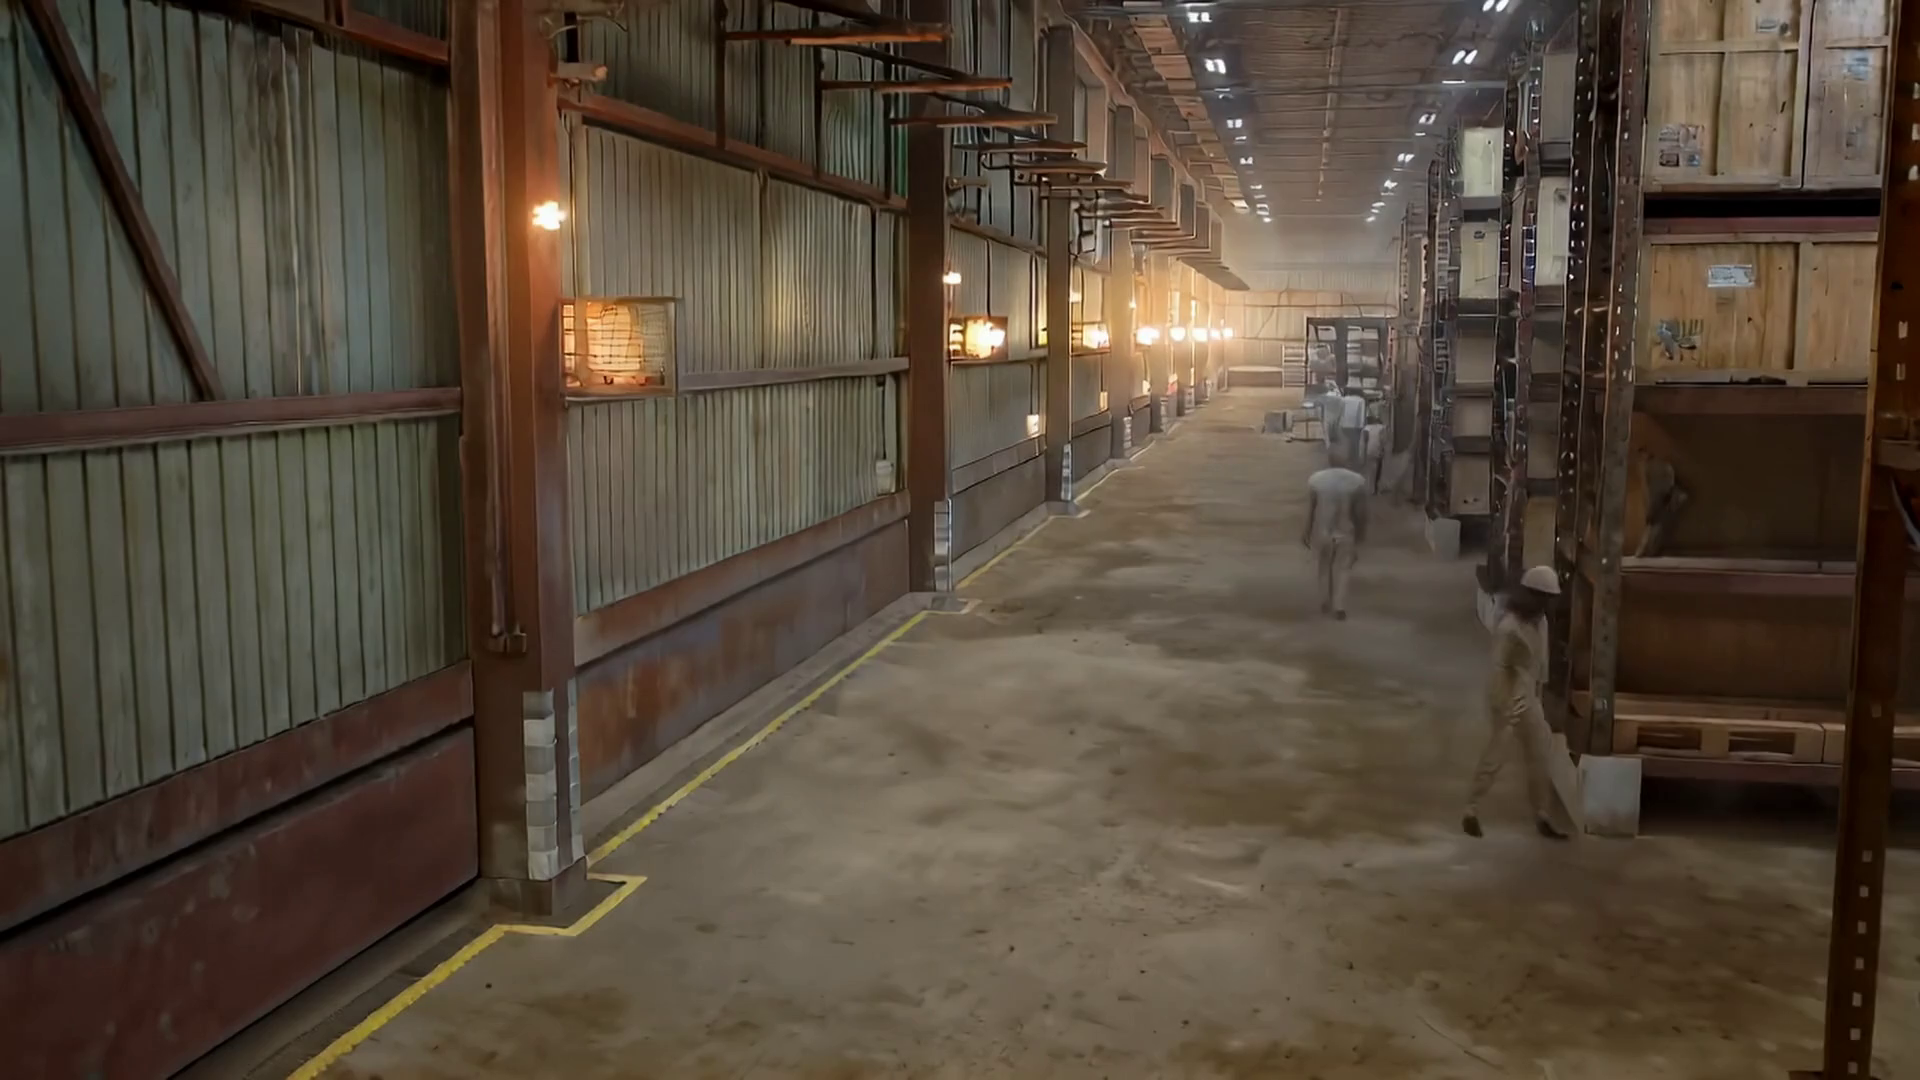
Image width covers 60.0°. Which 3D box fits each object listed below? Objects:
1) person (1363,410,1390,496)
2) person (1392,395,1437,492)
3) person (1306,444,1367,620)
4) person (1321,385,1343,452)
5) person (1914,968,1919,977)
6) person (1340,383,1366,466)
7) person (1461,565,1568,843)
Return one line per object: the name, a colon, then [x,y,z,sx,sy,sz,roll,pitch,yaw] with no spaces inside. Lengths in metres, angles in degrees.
person: [7.894,-1.649,31.556,0.542,1.621,0.405,5,8,32]
person: [8.874,-1.866,32.278,0.939,1.896,0.628,1,7,6]
person: [4.088,-0.094,18.093,0.649,1.896,1.020,1,7,10]
person: [9.592,-3.124,42.876,0.573,1.749,0.339,2,7,16]
person: [2.059,1.728,3.428,0.592,1.902,0.468,-3,8,-24]
person: [9.066,-2.659,38.473,1.035,1.934,0.673,-7,10,-43]
person: [3.373,0.993,10.133,0.502,1.704,0.600,-5,9,-34]
